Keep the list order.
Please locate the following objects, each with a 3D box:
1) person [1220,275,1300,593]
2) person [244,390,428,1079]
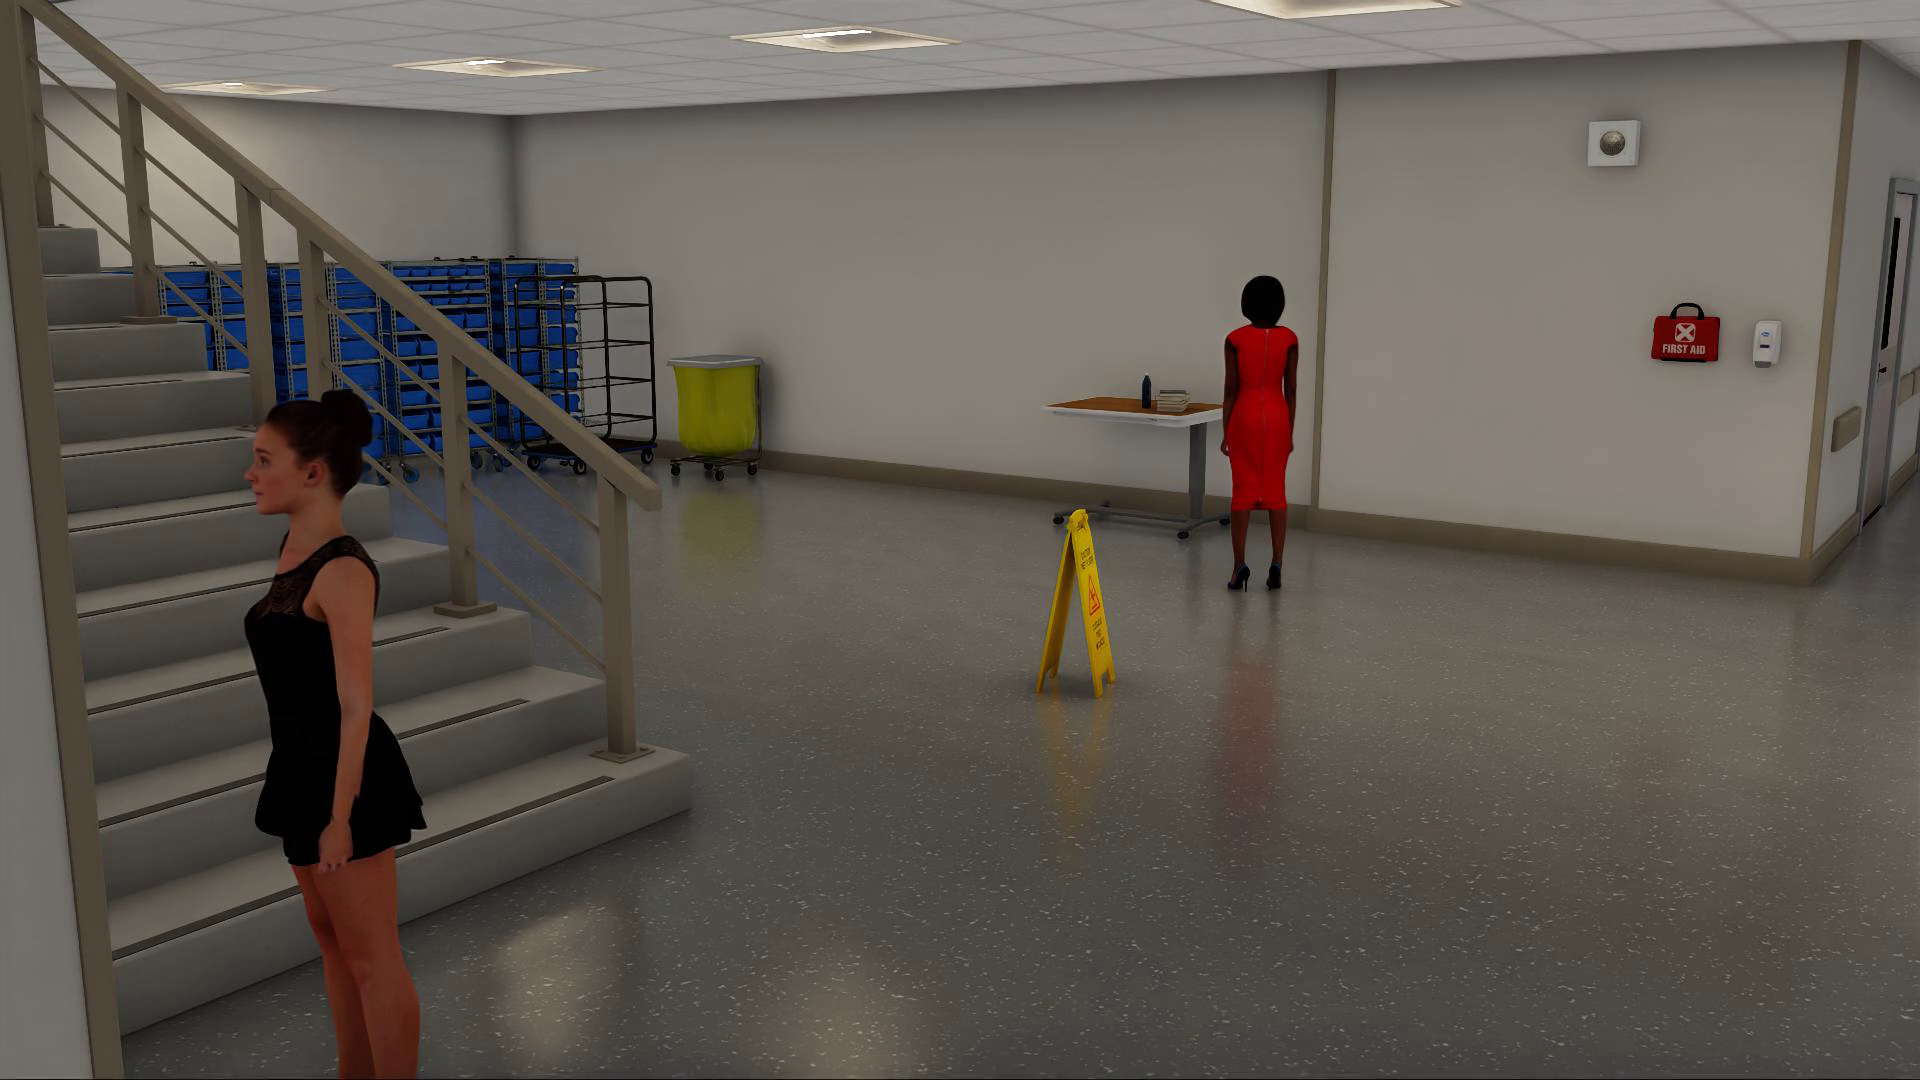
[{"bbox_3d":[1.657,-0.585,9.203,0.615,1.744,0.699,-1,11,-3],"label":"person"},{"bbox_3d":[-1.344,0.518,3.580,0.701,1.675,0.588,-8,14,-37],"label":"person"}]
